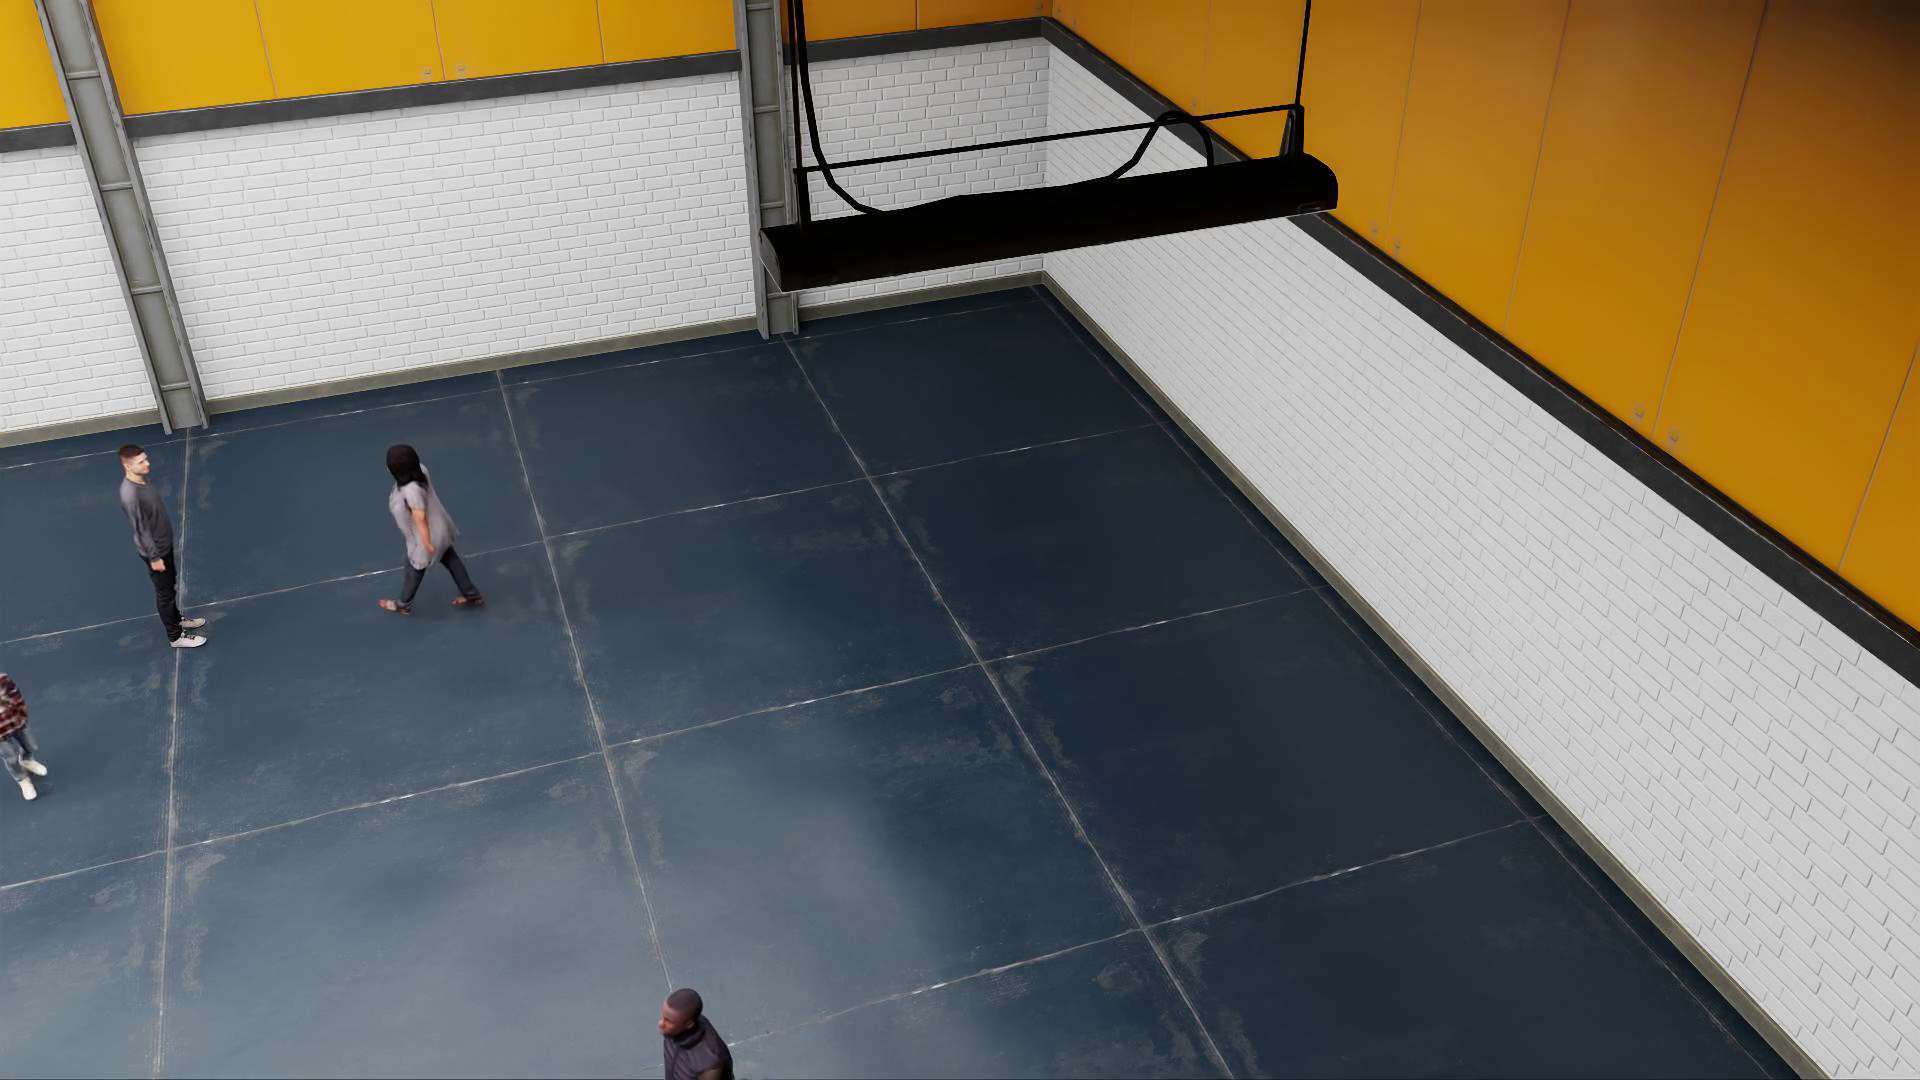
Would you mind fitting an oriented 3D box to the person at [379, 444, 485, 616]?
[{"bbox_3d":[-4.218,-0.075,13.373,1.129,1.564,0.856,0,34,-1],"label":"person"}]

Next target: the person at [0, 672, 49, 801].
[{"bbox_3d":[-6.687,1.271,11.604,0.769,1.280,0.718,16,37,23],"label":"person"}]

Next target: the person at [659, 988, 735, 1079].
[{"bbox_3d":[-1.242,2.951,8.612,1.181,1.796,0.911,-22,40,-30],"label":"person"}]

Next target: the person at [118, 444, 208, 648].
[{"bbox_3d":[-6.303,0.037,13.024,0.530,1.763,0.611,-10,35,-15],"label":"person"}]
